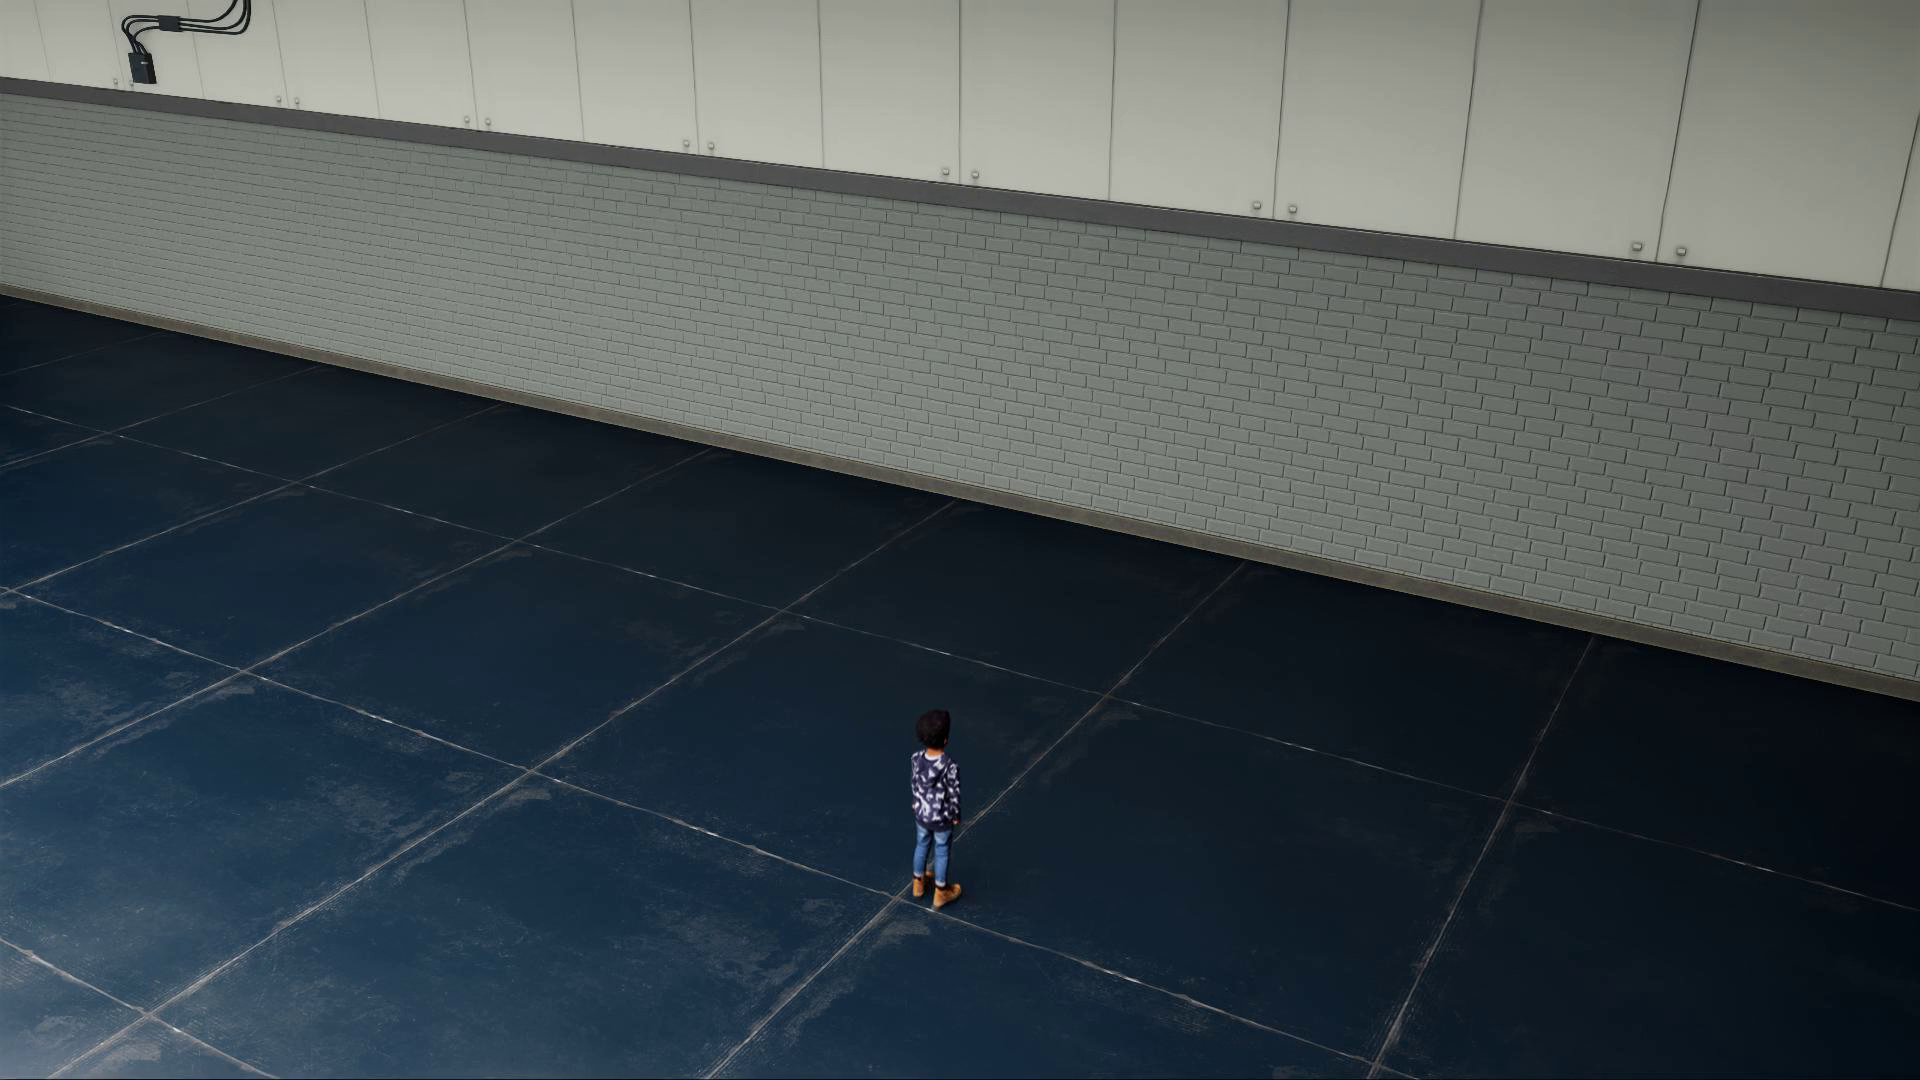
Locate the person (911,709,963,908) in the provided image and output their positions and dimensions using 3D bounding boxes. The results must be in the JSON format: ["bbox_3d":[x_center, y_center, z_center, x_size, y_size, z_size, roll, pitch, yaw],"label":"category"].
[{"bbox_3d":[-0.156,1.602,10.000,0.510,1.245,0.485,16,28,33],"label":"person"}]
